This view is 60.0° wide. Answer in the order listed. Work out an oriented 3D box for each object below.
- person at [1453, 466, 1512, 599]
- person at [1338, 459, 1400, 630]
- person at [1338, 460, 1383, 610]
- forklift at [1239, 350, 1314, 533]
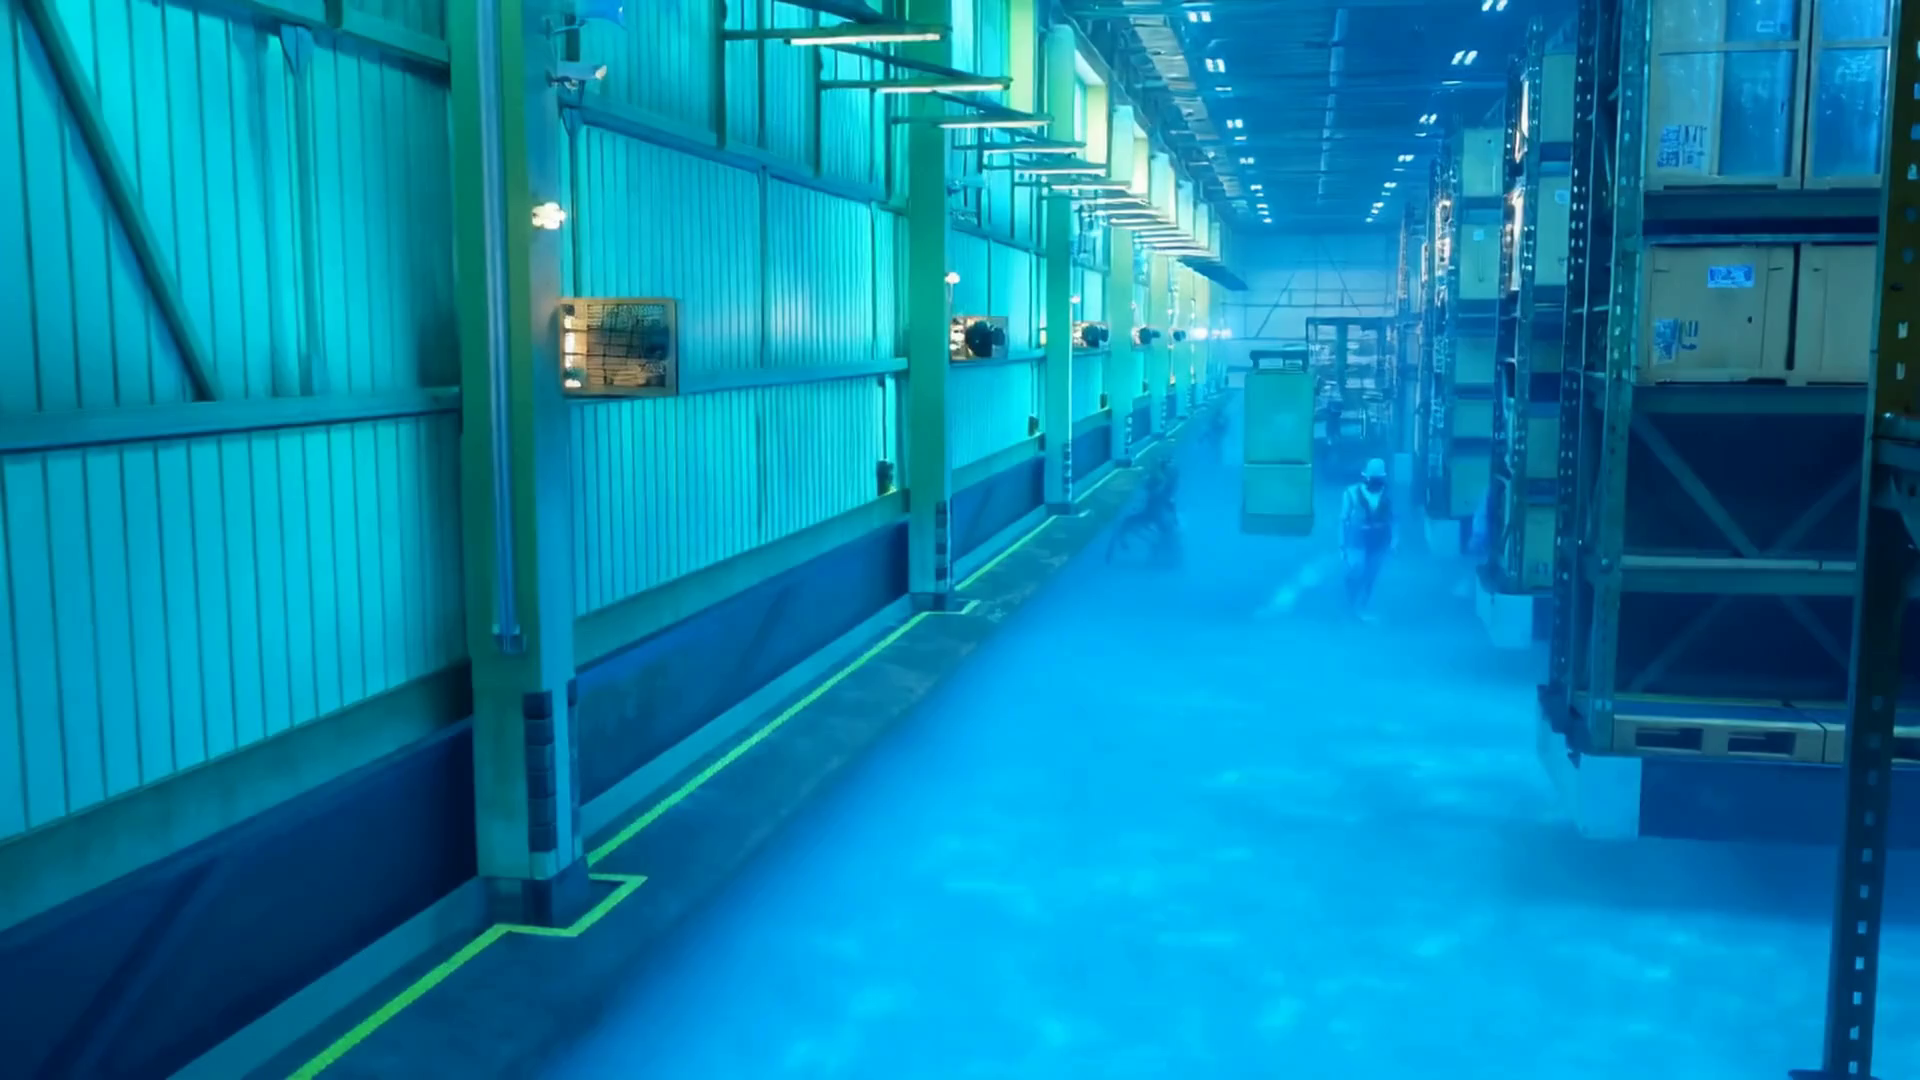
[{"bbox_3d":[6.126,-0.089,19.172,0.867,1.584,0.536,1,7,6],"label":"person"},{"bbox_3d":[4.292,0.045,17.384,0.603,1.772,0.923,-1,7,-5],"label":"person"},{"bbox_3d":[4.572,-0.082,18.907,0.578,1.698,0.876,0,7,0],"label":"person"},{"bbox_3d":[4.993,-1.584,26.070,1.129,2.768,1.873,1,7,12],"label":"forklift"}]
